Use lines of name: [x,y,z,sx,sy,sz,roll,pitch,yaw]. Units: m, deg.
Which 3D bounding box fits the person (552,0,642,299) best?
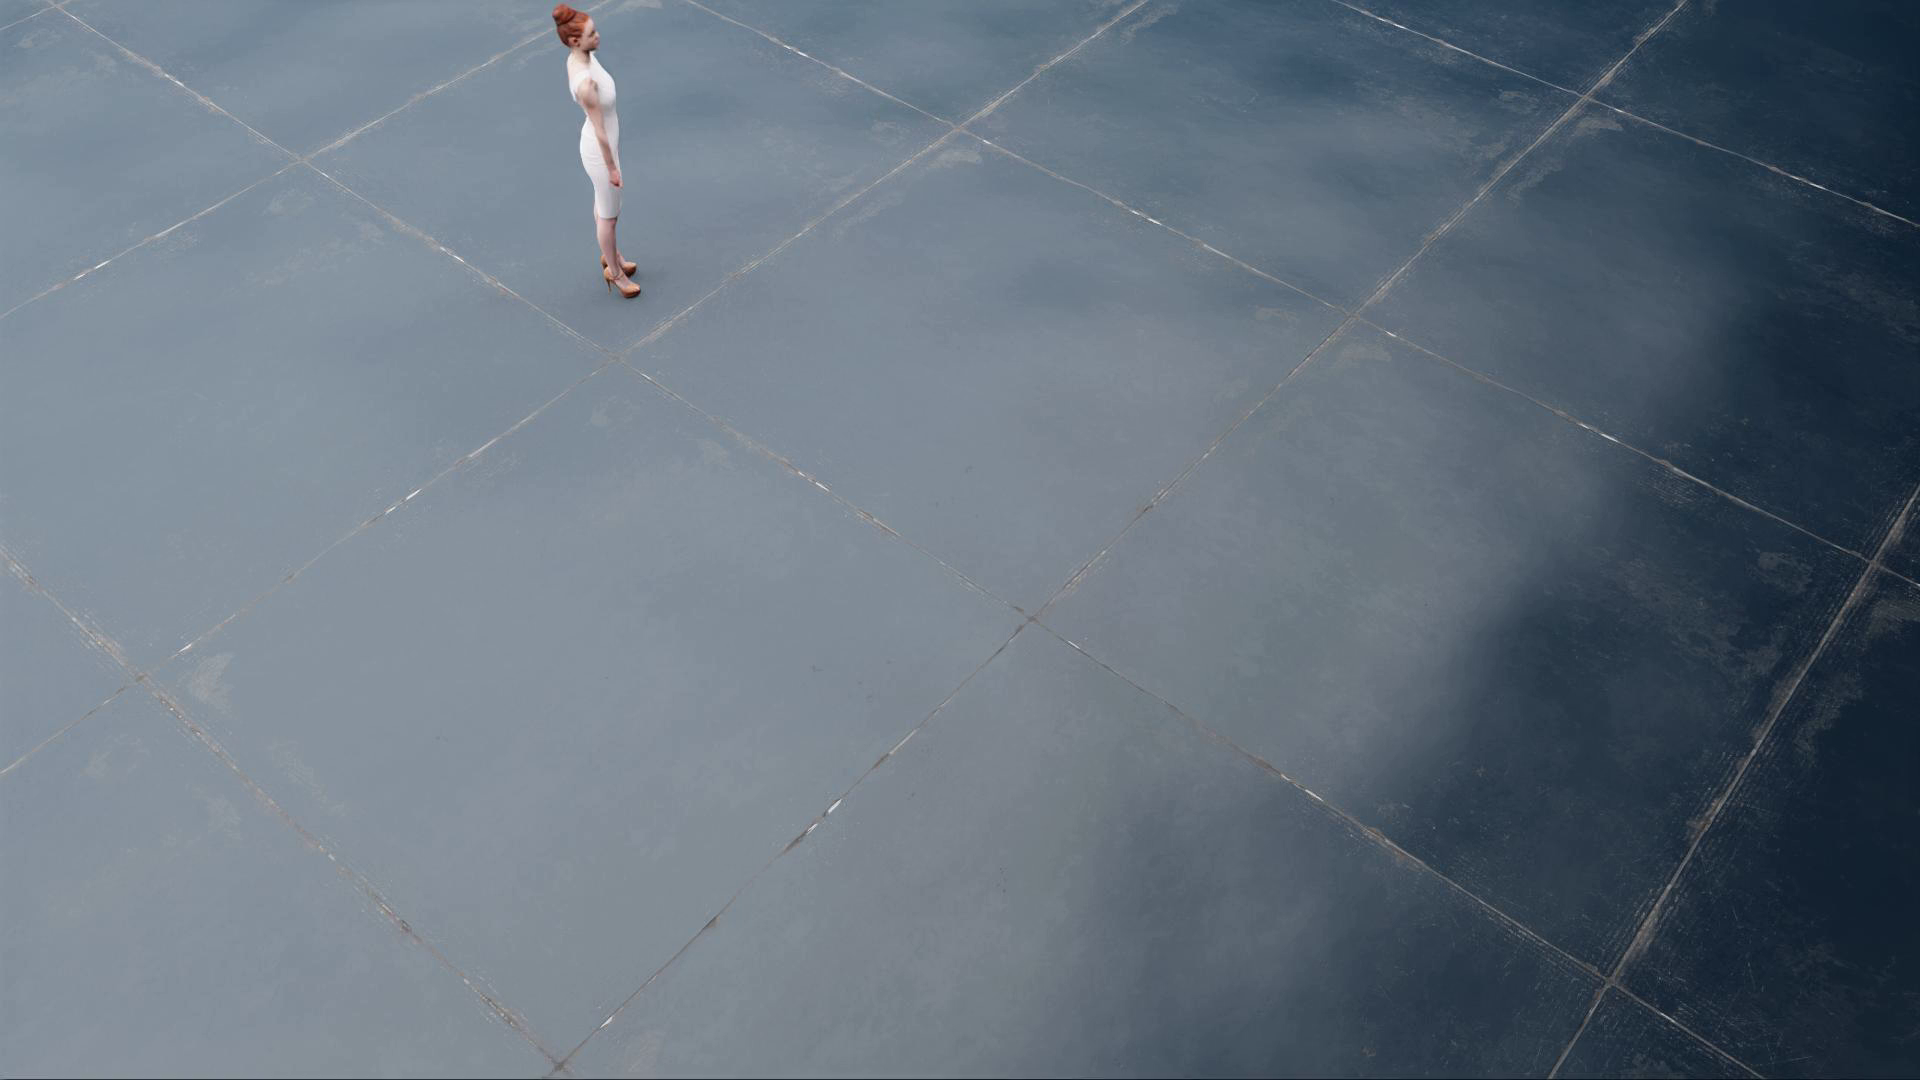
person: [-1.993,-2.129,9.193,0.657,1.795,0.628,-9,48,-8]
